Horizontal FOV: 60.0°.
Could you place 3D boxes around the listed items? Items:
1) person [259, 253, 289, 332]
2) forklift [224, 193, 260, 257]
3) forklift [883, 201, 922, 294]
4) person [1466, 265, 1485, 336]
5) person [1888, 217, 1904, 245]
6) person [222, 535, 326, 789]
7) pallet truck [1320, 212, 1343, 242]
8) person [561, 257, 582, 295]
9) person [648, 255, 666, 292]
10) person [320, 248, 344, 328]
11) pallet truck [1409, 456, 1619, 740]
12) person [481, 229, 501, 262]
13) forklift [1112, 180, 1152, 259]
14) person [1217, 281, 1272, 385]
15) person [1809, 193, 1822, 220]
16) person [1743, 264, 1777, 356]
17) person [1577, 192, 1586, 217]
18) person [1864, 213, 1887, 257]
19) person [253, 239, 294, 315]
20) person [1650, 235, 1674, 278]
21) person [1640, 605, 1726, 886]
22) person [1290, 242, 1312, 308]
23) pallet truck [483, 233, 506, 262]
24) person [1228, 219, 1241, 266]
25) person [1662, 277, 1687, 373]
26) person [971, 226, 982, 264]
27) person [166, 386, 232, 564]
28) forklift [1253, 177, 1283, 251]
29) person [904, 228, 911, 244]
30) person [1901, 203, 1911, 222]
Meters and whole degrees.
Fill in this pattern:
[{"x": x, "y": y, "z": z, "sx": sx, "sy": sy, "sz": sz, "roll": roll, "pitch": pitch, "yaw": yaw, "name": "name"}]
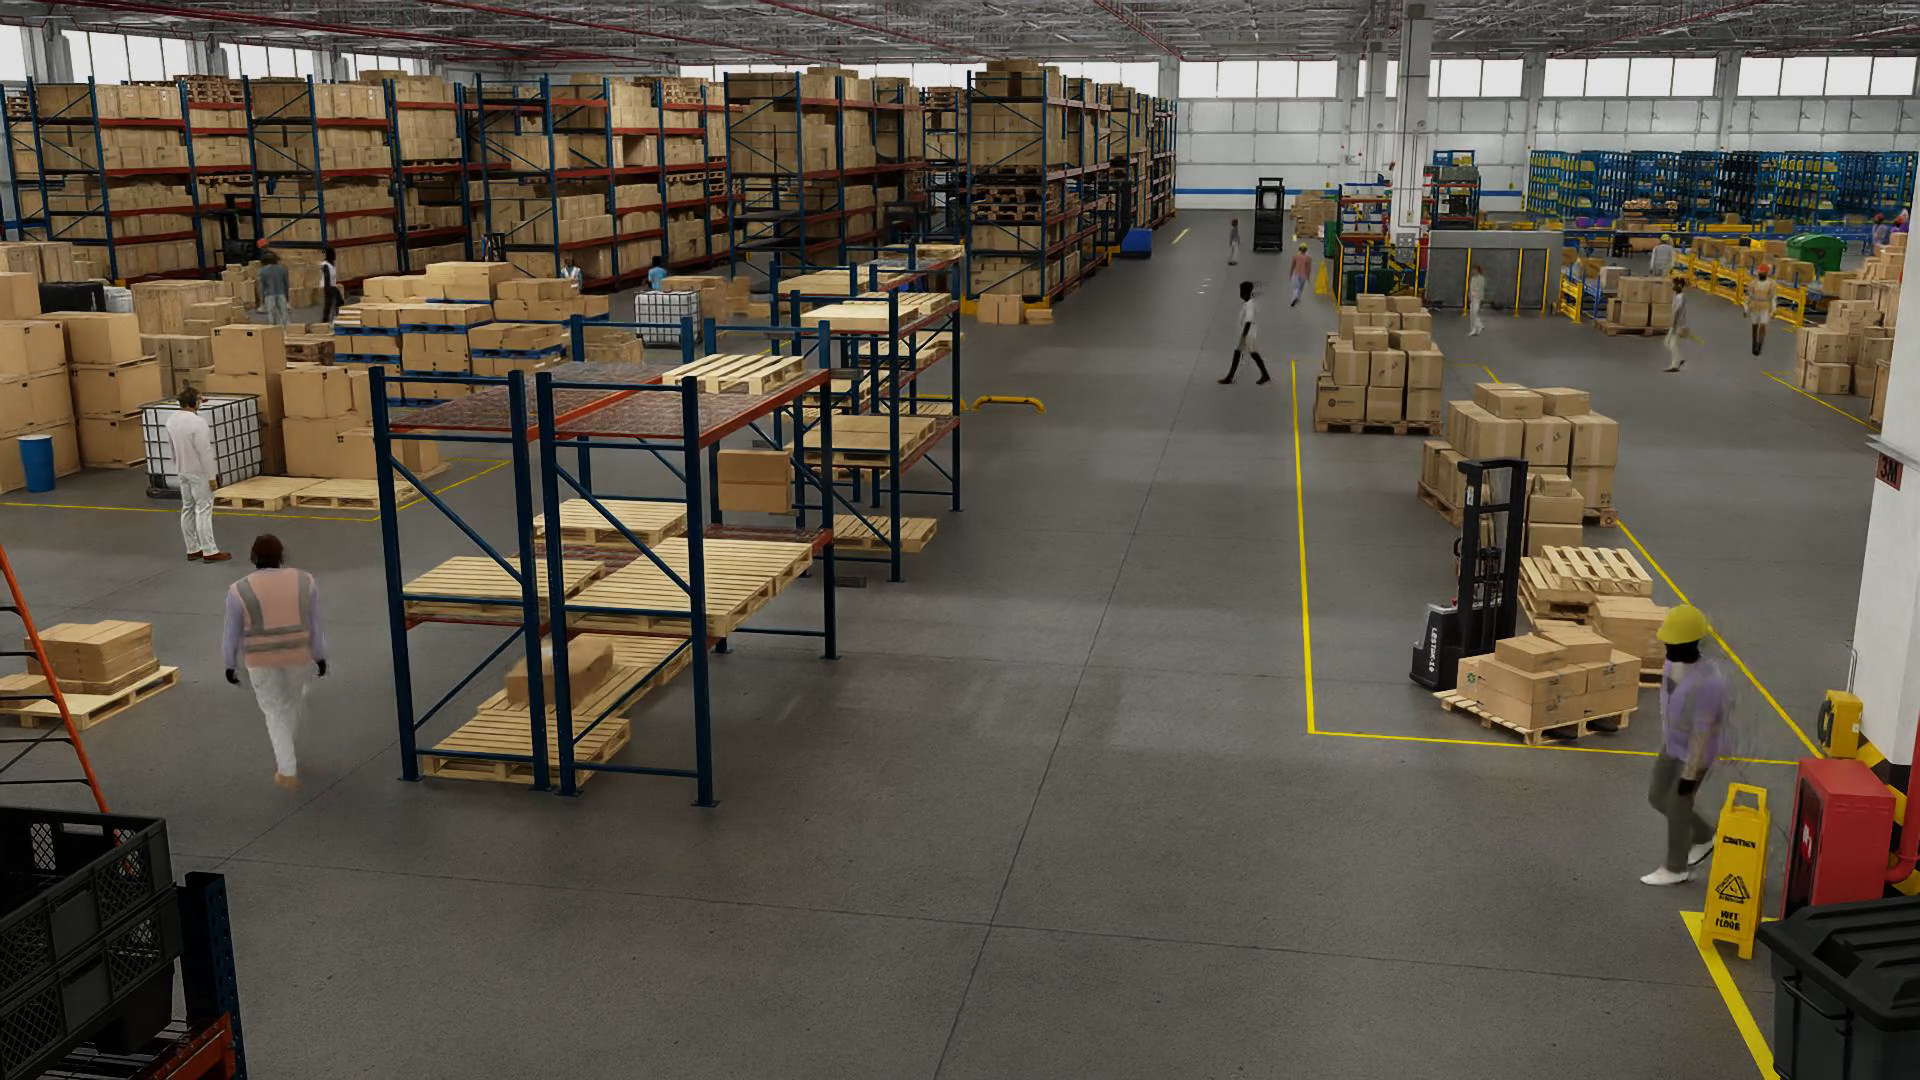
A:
[{"x": -15.432, "y": -5.496, "z": 37.477, "sx": 0.630, "sy": 1.931, "sz": 0.366, "roll": -10, "pitch": 17, "yaw": -36, "name": "person"}, {"x": -20.768, "y": -8.674, "z": 48.419, "sx": 1.129, "sy": 2.768, "sz": 1.873, "roll": 3, "pitch": 14, "yaw": 10, "name": "forklift"}, {"x": -1.515, "y": -7.386, "z": 43.190, "sx": 1.129, "sy": 2.768, "sz": 1.873, "roll": 3, "pitch": 14, "yaw": 10, "name": "forklift"}, {"x": 11.770, "y": -5.472, "z": 37.991, "sx": 0.371, "sy": 1.624, "sz": 0.541, "roll": -2, "pitch": 14, "yaw": -10, "name": "person"}, {"x": 29.843, "y": -9.344, "z": 53.095, "sx": 0.376, "sy": 1.932, "sz": 0.543, "roll": 11, "pitch": 18, "yaw": 37, "name": "person"}, {"x": -4.988, "y": 0.837, "z": 12.039, "sx": 0.662, "sy": 1.786, "sz": 0.951, "roll": -11, "pitch": 17, "yaw": -37, "name": "person"}, {"x": 15.874, "y": -13.227, "z": 70.310, "sx": 0.680, "sy": 1.201, "sz": 1.601, "roll": 10, "pitch": 17, "yaw": 35, "name": "pallet truck"}, {"x": -9.397, "y": -6.034, "z": 40.274, "sx": 0.528, "sy": 1.631, "sz": 0.312, "roll": 1, "pitch": 14, "yaw": 2, "name": "person"}, {"x": -7.260, "y": -6.001, "z": 40.026, "sx": 0.431, "sy": 1.679, "sz": 0.543, "roll": 11, "pitch": 18, "yaw": 38, "name": "person"}, {"x": -14.893, "y": -6.002, "z": 39.609, "sx": 0.795, "sy": 1.887, "sz": 0.623, "roll": -1, "pitch": 14, "yaw": -4, "name": "person"}, {"x": 4.504, "y": 0.400, "z": 13.395, "sx": 0.823, "sy": 1.965, "sz": 1.885, "roll": -6, "pitch": 15, "yaw": -23, "name": "pallet truck"}, {"x": -14.202, "y": -8.638, "z": 50.418, "sx": 0.627, "sy": 1.843, "sz": 0.429, "roll": -11, "pitch": 18, "yaw": -38, "name": "person"}, {"x": 6.082, "y": -11.722, "z": 60.796, "sx": 1.873, "sy": 2.768, "sz": 1.129, "roll": 2, "pitch": 14, "yaw": 9, "name": "forklift"}, {"x": 5.301, "y": -3.782, "z": 30.559, "sx": 1.005, "sy": 1.925, "sz": 0.618, "roll": 0, "pitch": 14, "yaw": -1, "name": "person"}, {"x": 41.182, "y": -15.950, "z": 79.861, "sx": 0.853, "sy": 1.952, "sz": 0.607, "roll": 8, "pitch": 16, "yaw": 31, "name": "person"}, {"x": 16.697, "y": -4.807, "z": 34.739, "sx": 0.570, "sy": 1.892, "sz": 0.968, "roll": 8, "pitch": 16, "yaw": 30, "name": "person"}, {"x": 30.536, "y": -16.400, "z": 82.030, "sx": 0.896, "sy": 1.799, "sz": 0.607, "roll": 3, "pitch": 14, "yaw": 13, "name": "person"}, {"x": 29.401, "y": -9.480, "z": 53.451, "sx": 0.466, "sy": 2.030, "sz": 0.648, "roll": -1, "pitch": 14, "yaw": -4, "name": "person"}, {"x": -17.525, "y": -6.698, "z": 42.344, "sx": 1.027, "sy": 1.944, "sz": 0.629, "roll": 1, "pitch": 14, "yaw": 3, "name": "person"}, {"x": 19.581, "y": -7.612, "z": 46.376, "sx": 0.612, "sy": 1.783, "sz": 0.947, "roll": 4, "pitch": 14, "yaw": 17, "name": "person"}, {"x": 4.438, "y": 1.273, "z": 10.094, "sx": 0.677, "sy": 1.878, "sz": 0.616, "roll": -2, "pitch": 14, "yaw": -8, "name": "person"}, {"x": 8.984, "y": -6.976, "z": 43.884, "sx": 0.531, "sy": 1.737, "sz": 0.477, "roll": 3, "pitch": 14, "yaw": 13, "name": "person"}, {"x": -11.832, "y": -7.026, "z": 43.548, "sx": 1.885, "sy": 1.965, "sz": 0.823, "roll": 8, "pitch": 16, "yaw": 28, "name": "pallet truck"}, {"x": 9.603, "y": -10.350, "z": 57.825, "sx": 0.622, "sy": 1.610, "sz": 0.503, "roll": 6, "pitch": 15, "yaw": 23, "name": "person"}, {"x": 13.847, "y": -4.157, "z": 32.211, "sx": 0.391, "sy": 1.856, "sz": 0.525, "roll": 4, "pitch": 14, "yaw": 15, "name": "person"}, {"x": 0.536, "y": -10.463, "z": 57.483, "sx": 0.462, "sy": 2.019, "sz": 0.623, "roll": -8, "pitch": 16, "yaw": -31, "name": "person"}, {"x": -8.277, "y": -0.709, "z": 18.019, "sx": 0.631, "sy": 1.940, "sz": 0.372, "roll": 8, "pitch": 16, "yaw": 29, "name": "person"}, {"x": 12.083, "y": -12.747, "z": 64.956, "sx": 1.129, "sy": 2.768, "sz": 1.873, "roll": 3, "pitch": 14, "yaw": 10, "name": "forklift"}, {"x": -1.525, "y": -8.683, "z": 50.889, "sx": 0.322, "sy": 1.698, "sz": 0.534, "roll": -13, "pitch": 19, "yaw": -43, "name": "person"}, {"x": 38.748, "y": -12.979, "z": 68.299, "sx": 0.917, "sy": 1.722, "sz": 0.536, "roll": 3, "pitch": 14, "yaw": 14, "name": "person"}]
